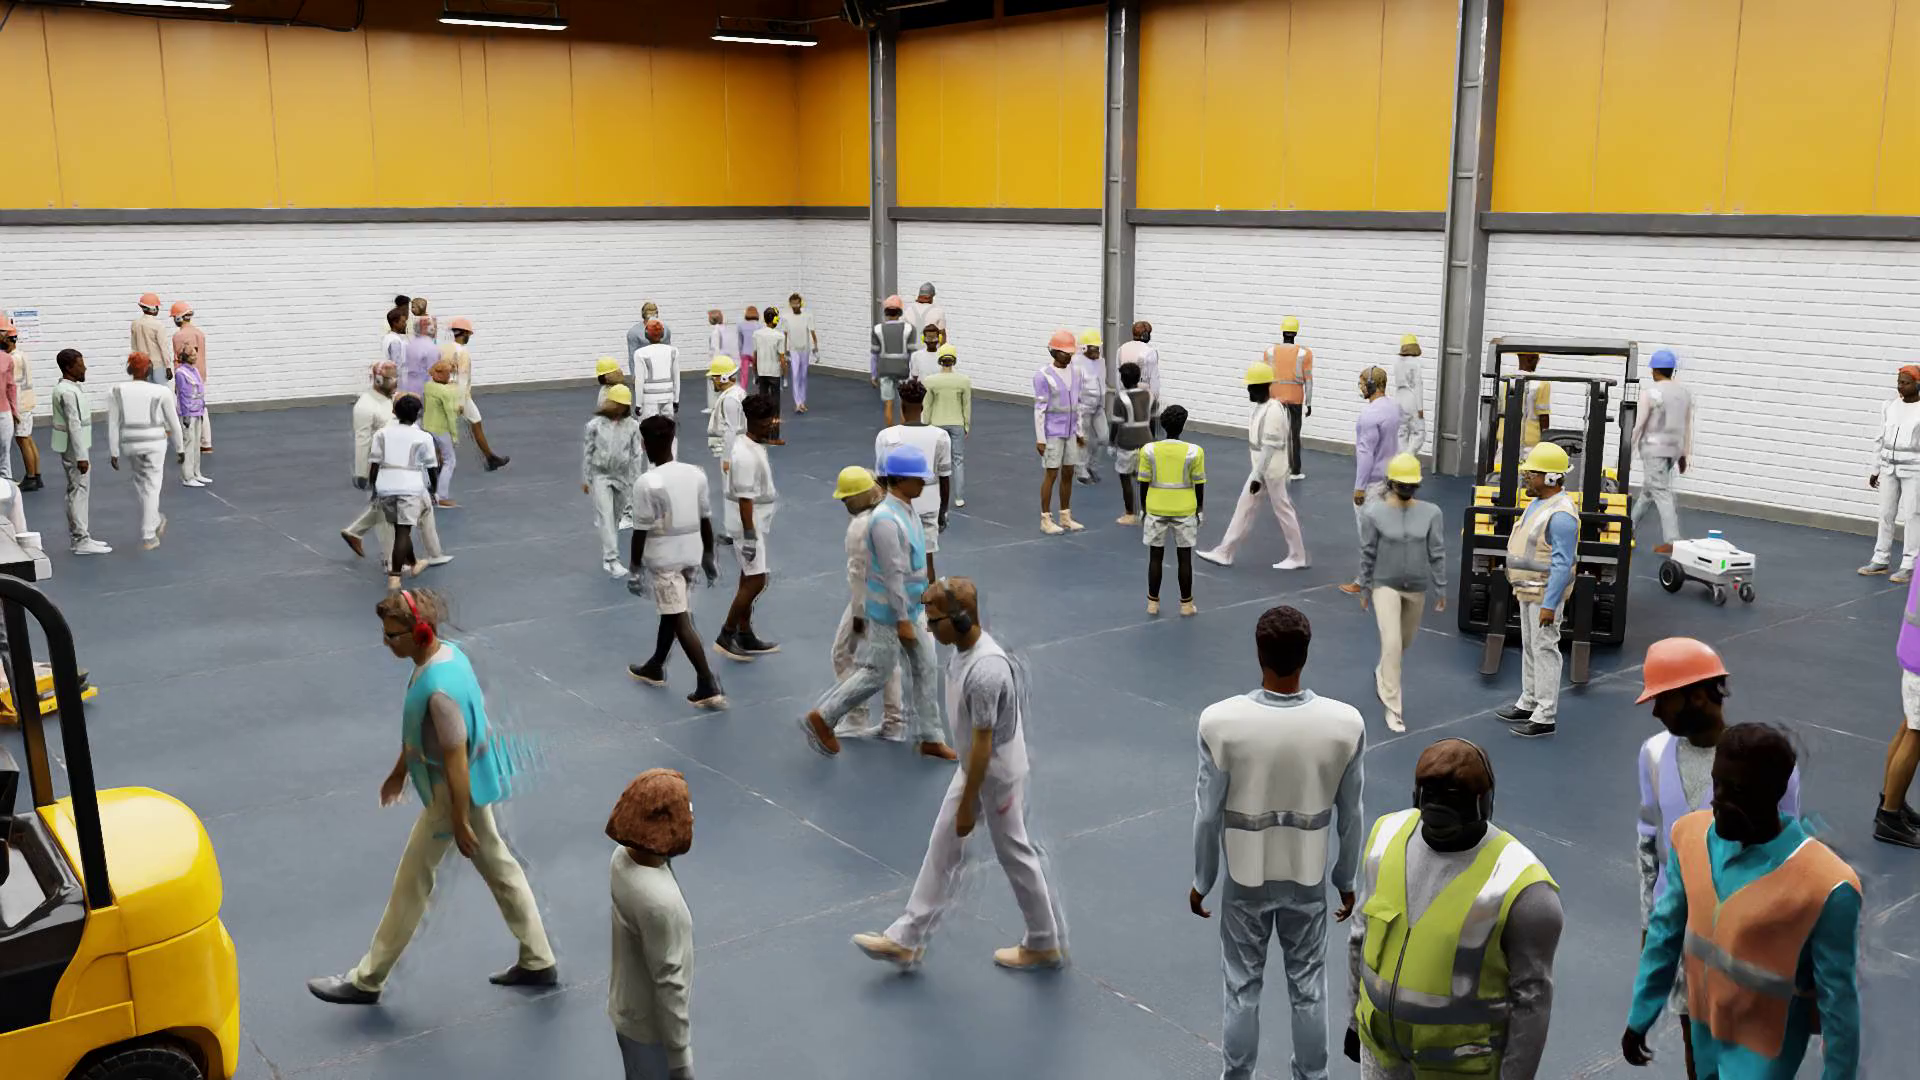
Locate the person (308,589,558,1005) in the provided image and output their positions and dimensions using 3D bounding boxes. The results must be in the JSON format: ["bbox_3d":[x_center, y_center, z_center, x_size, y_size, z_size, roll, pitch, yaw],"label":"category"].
[{"bbox_3d":[-2.153,1.056,6.771,1.000,1.771,0.588,-2,12,-10],"label":"person"}]

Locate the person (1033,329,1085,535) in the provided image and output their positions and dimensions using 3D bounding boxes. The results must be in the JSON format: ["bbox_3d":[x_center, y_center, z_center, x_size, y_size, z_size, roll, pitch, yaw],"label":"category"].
[{"bbox_3d":[0.998,-1.058,16.383,0.612,2.030,0.403,-10,16,-41],"label":"person"}]

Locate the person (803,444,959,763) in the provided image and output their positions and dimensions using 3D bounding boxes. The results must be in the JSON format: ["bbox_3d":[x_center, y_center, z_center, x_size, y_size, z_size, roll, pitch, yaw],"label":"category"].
[{"bbox_3d":[-0.447,0.378,9.732,0.909,1.918,0.588,4,12,17],"label":"person"}]

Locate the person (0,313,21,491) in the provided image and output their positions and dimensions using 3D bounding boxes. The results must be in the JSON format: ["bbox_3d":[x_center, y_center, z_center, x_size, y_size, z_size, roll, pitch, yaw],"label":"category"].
[{"bbox_3d":[-10.736,-1.524,18.635,0.418,2.036,0.601,-3,12,-13],"label":"person"}]

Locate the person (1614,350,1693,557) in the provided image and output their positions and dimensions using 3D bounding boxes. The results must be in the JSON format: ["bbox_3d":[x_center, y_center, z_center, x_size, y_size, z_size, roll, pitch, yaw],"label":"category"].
[{"bbox_3d":[6.480,-0.830,15.581,0.622,1.892,0.985,-6,13,-26],"label":"person"}]

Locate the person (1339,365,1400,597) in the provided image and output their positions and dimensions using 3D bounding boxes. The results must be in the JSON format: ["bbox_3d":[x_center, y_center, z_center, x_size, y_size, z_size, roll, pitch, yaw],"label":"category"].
[{"bbox_3d":[3.452,-0.493,13.907,0.388,1.929,0.633,7,14,32],"label":"person"}]

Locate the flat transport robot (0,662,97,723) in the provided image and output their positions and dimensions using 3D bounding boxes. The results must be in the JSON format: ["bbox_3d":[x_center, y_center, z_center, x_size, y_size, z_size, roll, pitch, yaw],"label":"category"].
[{"bbox_3d":[-6.484,0.959,10.901,1.431,0.197,0.652,4,12,18],"label":"flat transport robot"}]

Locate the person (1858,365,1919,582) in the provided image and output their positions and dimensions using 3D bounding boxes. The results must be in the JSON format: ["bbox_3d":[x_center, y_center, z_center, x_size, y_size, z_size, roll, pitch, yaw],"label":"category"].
[{"bbox_3d":[8.171,-0.579,14.412,0.337,1.882,0.584,-5,13,-24],"label":"person"}]

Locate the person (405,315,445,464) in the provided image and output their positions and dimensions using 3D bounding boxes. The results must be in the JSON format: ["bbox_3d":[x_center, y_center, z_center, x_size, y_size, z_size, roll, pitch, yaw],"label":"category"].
[{"bbox_3d":[-6.576,-1.792,20.276,0.675,1.884,0.593,10,16,41],"label":"person"}]

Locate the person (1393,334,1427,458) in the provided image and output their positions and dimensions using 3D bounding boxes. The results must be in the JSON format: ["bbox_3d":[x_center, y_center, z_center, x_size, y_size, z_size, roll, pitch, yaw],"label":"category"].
[{"bbox_3d":[5.272,-1.555,19.540,0.343,1.714,0.530,-5,13,-21],"label":"person"}]

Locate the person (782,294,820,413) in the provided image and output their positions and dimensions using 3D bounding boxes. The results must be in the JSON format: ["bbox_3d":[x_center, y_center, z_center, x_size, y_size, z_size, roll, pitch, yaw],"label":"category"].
[{"bbox_3d":[-2.440,-2.855,25.564,0.546,1.813,0.948,-3,12,-12],"label":"person"}]

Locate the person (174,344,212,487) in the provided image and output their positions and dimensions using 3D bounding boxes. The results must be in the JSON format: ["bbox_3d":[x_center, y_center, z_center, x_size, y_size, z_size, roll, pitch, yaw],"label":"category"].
[{"bbox_3d":[-8.845,-1.435,19.138,0.311,1.639,0.521,-1,12,-7],"label":"person"}]

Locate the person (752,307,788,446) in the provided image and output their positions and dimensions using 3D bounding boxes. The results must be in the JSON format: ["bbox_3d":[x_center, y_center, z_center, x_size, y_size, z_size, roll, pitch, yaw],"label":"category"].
[{"bbox_3d":[-2.537,-2.182,22.236,0.529,1.857,0.335,5,13,23],"label":"person"}]

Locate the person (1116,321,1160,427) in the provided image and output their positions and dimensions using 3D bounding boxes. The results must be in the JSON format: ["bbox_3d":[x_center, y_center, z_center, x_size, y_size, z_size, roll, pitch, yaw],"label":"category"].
[{"bbox_3d":[2.162,-1.701,19.937,0.429,1.841,0.635,-10,15,-39],"label":"person"}]

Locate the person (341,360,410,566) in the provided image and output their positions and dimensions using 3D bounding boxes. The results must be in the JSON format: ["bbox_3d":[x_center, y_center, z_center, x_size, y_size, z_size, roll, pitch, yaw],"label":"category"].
[{"bbox_3d":[-5.275,-0.689,14.974,0.686,1.878,0.669,2,12,8],"label":"person"}]

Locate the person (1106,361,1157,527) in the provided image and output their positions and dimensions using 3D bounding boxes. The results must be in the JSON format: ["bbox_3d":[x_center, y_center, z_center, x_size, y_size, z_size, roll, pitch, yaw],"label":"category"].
[{"bbox_3d":[1.771,-0.953,16.718,0.551,1.673,0.437,-8,14,-35],"label":"person"}]

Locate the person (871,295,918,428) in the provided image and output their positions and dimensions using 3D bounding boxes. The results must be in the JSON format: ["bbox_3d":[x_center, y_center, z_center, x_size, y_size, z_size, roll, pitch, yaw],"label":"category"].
[{"bbox_3d":[-0.859,-2.210,21.938,0.626,2.023,0.688,0,12,2],"label":"person"}]

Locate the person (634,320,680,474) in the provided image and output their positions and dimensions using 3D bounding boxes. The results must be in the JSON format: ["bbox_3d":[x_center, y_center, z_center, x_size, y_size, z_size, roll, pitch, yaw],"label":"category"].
[{"bbox_3d":[-3.554,-1.637,19.529,0.576,1.882,0.355,-9,15,-37],"label":"person"}]

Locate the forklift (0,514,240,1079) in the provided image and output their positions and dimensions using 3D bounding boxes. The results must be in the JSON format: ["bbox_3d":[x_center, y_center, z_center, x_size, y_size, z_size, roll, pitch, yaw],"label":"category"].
[{"bbox_3d":[-3.687,1.115,5.480,2.313,2.155,1.214,-9,15,-36],"label":"forklift"}]

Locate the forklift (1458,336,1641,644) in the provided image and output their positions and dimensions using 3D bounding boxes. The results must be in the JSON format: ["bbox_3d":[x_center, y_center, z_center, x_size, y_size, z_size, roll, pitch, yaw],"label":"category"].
[{"bbox_3d":[4.683,-0.471,13.136,1.214,2.155,2.313,4,12,20],"label":"forklift"}]

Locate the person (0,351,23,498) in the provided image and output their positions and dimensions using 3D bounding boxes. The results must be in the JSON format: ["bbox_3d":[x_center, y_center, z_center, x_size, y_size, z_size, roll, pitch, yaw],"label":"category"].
[{"bbox_3d":[-10.568,-1.375,18.125,0.366,1.938,0.630,8,14,34],"label":"person"}]

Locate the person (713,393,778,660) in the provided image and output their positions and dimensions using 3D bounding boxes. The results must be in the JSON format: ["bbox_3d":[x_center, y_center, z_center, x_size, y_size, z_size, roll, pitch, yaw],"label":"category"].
[{"bbox_3d":[-1.572,-0.095,11.951,0.555,1.944,0.648,-1,12,-7],"label":"person"}]

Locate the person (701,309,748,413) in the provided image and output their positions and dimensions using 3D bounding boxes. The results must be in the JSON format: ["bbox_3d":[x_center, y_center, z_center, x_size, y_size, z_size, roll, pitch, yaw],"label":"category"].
[{"bbox_3d":[-3.621,-2.732,25.462,0.703,1.609,0.520,3,12,12],"label":"person"}]

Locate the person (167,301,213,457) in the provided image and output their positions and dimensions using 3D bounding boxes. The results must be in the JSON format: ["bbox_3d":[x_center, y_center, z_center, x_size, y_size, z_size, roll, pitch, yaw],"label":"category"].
[{"bbox_3d":[-9.894,-2.062,21.341,0.413,1.984,0.624,1,12,6],"label":"person"}]

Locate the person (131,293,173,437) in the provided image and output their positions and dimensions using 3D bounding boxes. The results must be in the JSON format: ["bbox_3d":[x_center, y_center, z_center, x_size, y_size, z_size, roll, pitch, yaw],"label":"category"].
[{"bbox_3d":[-11.122,-2.407,22.968,0.625,1.992,0.388,5,13,22],"label":"person"}]

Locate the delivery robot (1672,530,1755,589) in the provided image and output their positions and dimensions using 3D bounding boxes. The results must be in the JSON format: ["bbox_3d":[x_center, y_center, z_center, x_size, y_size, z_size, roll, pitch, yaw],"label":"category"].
[{"bbox_3d":[6.250,0.164,13.803,0.477,0.478,0.707,-2,13,-12],"label":"delivery robot"}]

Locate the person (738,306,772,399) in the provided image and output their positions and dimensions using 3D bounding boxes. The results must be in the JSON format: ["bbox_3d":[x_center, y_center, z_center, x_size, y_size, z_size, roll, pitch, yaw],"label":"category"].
[{"bbox_3d":[-3.293,-2.931,26.499,0.510,1.576,0.864,4,12,18],"label":"person"}]

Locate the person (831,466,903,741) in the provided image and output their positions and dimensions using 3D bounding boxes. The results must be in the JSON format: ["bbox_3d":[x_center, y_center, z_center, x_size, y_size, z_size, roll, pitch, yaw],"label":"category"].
[{"bbox_3d":[-0.598,0.385,10.168,0.607,1.701,0.512,6,13,26],"label":"person"}]

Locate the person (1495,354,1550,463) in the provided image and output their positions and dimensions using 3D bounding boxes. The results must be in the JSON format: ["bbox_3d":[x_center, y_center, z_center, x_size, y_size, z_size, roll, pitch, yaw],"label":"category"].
[{"bbox_3d":[5.445,-0.979,16.154,0.372,1.961,0.601,-11,16,-42],"label":"person"}]

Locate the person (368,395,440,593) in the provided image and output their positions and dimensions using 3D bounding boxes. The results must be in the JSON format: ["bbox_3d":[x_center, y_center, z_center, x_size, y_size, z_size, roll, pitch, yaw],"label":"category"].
[{"bbox_3d":[-4.726,-0.408,14.185,0.541,1.624,0.905,1,12,4],"label":"person"}]

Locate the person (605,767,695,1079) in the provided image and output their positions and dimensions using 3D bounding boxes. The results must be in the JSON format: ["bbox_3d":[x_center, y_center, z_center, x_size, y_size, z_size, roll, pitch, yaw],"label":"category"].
[{"bbox_3d":[-0.932,1.482,5.091,0.278,1.628,0.505,-5,13,-25],"label":"person"}]
